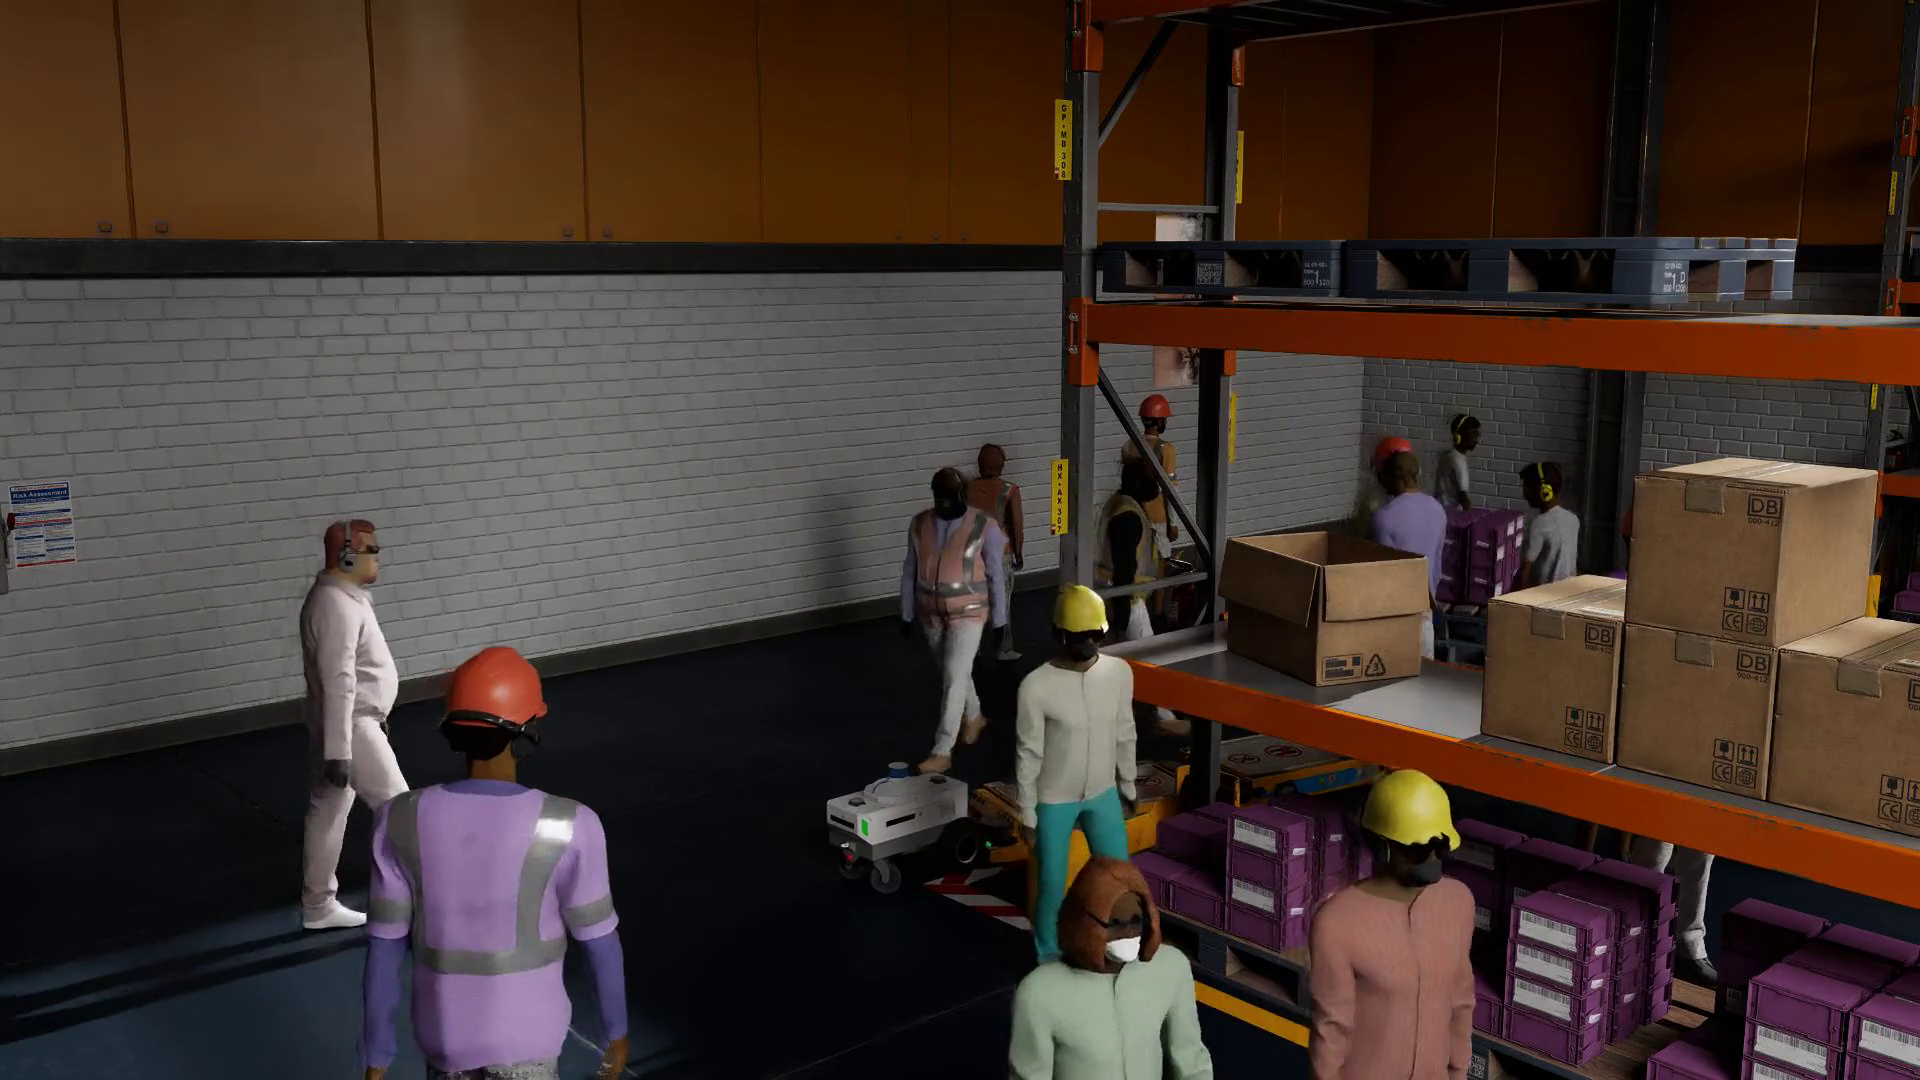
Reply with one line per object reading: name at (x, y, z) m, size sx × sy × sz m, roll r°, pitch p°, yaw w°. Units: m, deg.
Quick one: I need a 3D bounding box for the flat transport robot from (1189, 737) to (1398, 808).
flat transport robot at (1.905, 1.287, 9.520) m, size 1.431 × 0.197 × 0.652 m, roll -6°, pitch 11°, yaw -30°

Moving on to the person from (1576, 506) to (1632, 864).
person at (3.128, 0.763, 7.722) m, size 0.551 × 1.932 × 0.378 m, roll -5°, pitch 11°, yaw -27°

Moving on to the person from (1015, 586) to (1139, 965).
person at (0.466, 1.029, 6.656) m, size 0.572 × 1.751 × 0.441 m, roll -4°, pitch 11°, yaw -23°

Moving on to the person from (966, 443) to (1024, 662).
person at (0.235, 0.097, 12.466) m, size 0.522 × 1.645 × 0.305 m, roll 5°, pitch 11°, yaw 27°

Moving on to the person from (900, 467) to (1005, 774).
person at (-0.032, 0.439, 10.056) m, size 0.651 × 1.796 × 0.962 m, roll 5°, pitch 11°, yaw 28°

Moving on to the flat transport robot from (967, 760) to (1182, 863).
flat transport robot at (0.664, 1.412, 8.787) m, size 1.431 × 0.197 × 0.652 m, roll -4°, pitch 11°, yaw -24°

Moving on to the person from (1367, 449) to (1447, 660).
person at (2.710, 0.394, 10.038) m, size 0.645 × 1.891 × 1.008 m, roll -6°, pitch 12°, yaw -32°

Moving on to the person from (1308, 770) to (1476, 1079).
person at (1.104, 1.425, 4.373) m, size 0.531 × 1.751 × 0.492 m, roll -4°, pitch 10°, yaw -22°

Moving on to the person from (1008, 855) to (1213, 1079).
person at (0.383, 1.547, 4.137) m, size 0.514 × 1.585 × 0.847 m, roll -5°, pitch 11°, yaw -27°

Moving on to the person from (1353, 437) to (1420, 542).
person at (2.595, 0.319, 10.332) m, size 0.736 × 1.946 × 0.653 m, roll 4°, pitch 10°, yaw 20°

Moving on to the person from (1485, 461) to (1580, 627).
person at (3.555, 0.432, 10.016) m, size 0.932 × 1.823 × 0.500 m, roll 8°, pitch 13°, yaw 39°

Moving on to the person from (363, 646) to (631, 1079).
person at (-1.223, 1.278, 4.483) m, size 0.646 × 2.004 × 0.989 m, roll 1°, pitch 10°, yaw 4°

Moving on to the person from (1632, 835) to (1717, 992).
person at (2.991, 0.945, 6.809) m, size 0.573 × 1.883 × 0.355 m, roll -3°, pitch 10°, yaw -17°

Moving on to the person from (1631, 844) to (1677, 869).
person at (3.826, 0.648, 8.085) m, size 0.825 × 2.000 × 0.693 m, roll 8°, pitch 12°, yaw 37°

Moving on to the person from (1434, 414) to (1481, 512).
person at (3.905, -0.092, 13.124) m, size 0.993 × 1.802 × 0.501 m, roll 2°, pitch 10°, yaw 12°

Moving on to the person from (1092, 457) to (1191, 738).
person at (1.100, 0.367, 10.477) m, size 0.863 × 1.790 × 0.685 m, roll 0°, pitch 10°, yaw 3°

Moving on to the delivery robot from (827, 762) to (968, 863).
delivery robot at (-0.303, 1.332, 8.149) m, size 0.707 × 0.478 × 0.477 m, roll -9°, pitch 13°, yaw -41°

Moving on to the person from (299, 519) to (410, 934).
person at (-2.591, 0.834, 7.462) m, size 0.863 × 1.872 × 0.680 m, roll -5°, pitch 11°, yaw -25°

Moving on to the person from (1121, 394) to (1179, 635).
person at (1.542, -0.199, 13.347) m, size 0.360 × 1.938 × 0.545 m, roll -9°, pitch 13°, yaw -42°
